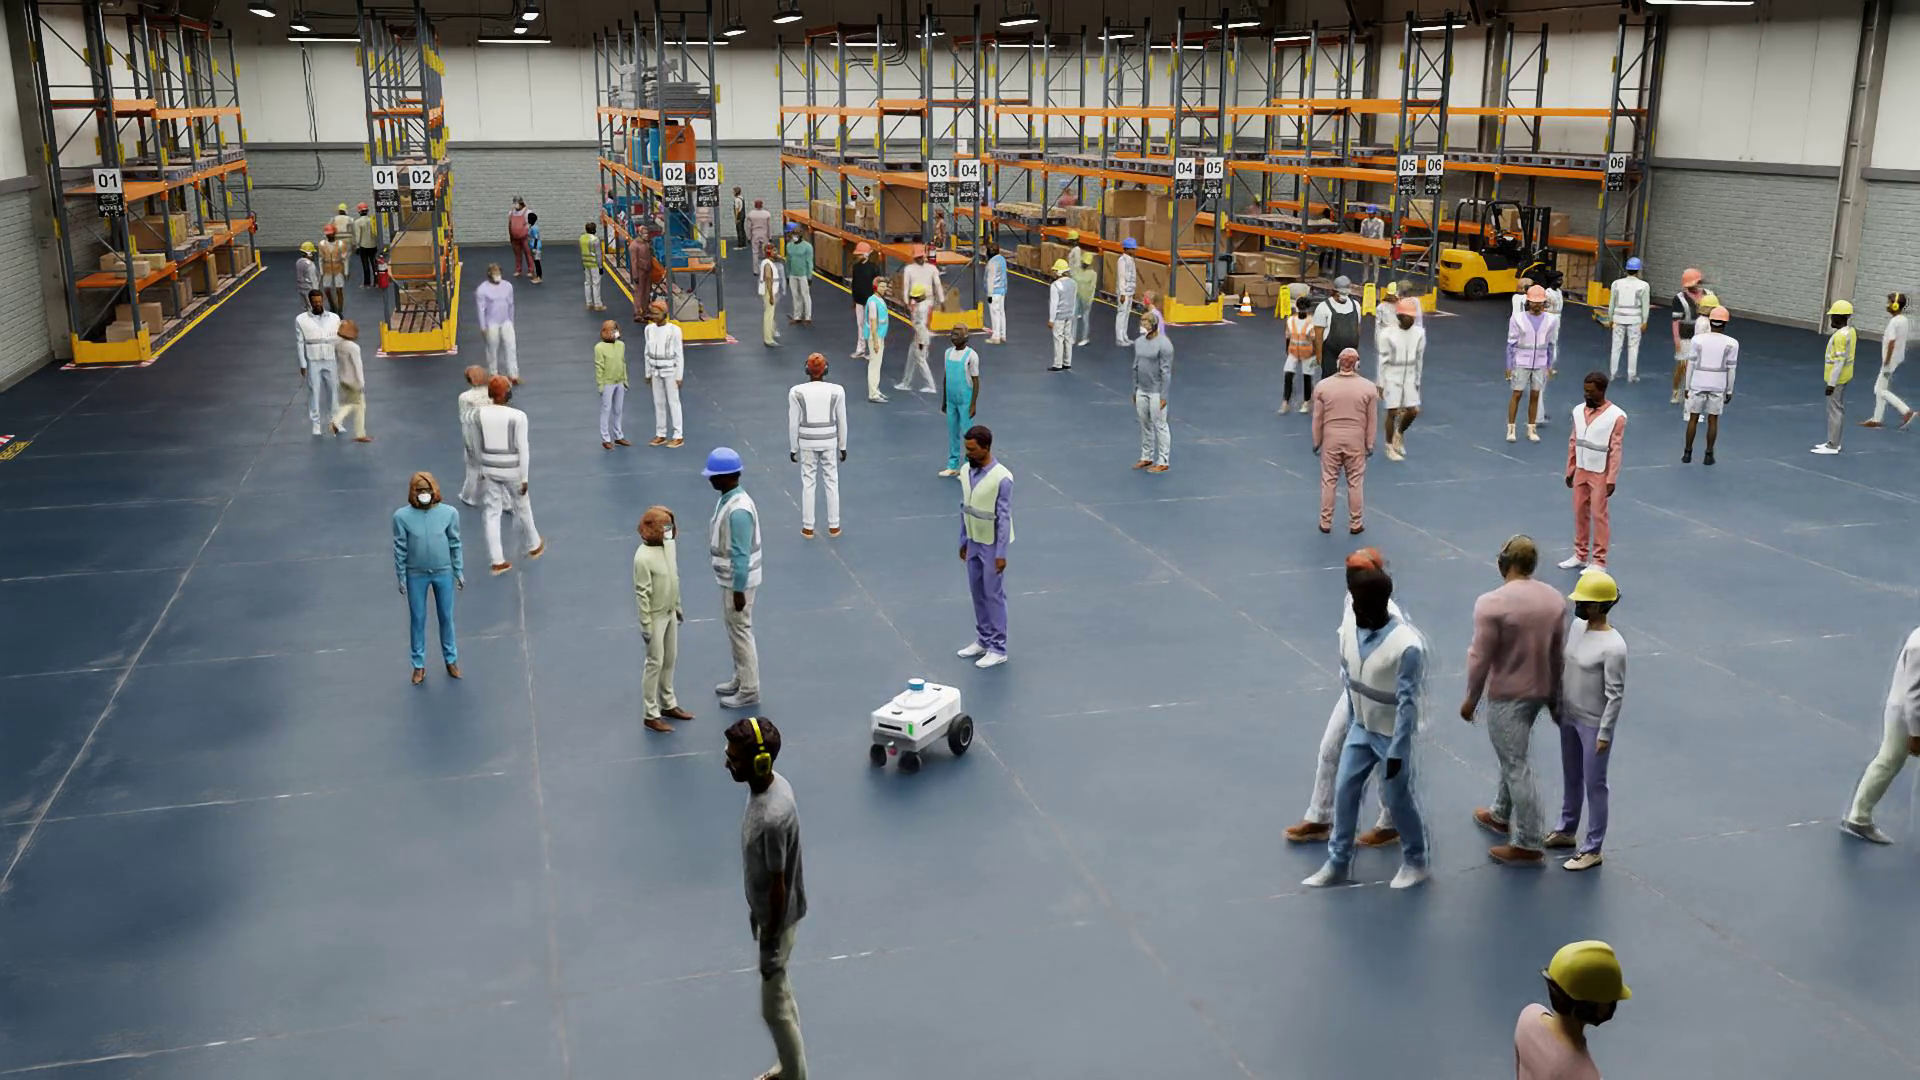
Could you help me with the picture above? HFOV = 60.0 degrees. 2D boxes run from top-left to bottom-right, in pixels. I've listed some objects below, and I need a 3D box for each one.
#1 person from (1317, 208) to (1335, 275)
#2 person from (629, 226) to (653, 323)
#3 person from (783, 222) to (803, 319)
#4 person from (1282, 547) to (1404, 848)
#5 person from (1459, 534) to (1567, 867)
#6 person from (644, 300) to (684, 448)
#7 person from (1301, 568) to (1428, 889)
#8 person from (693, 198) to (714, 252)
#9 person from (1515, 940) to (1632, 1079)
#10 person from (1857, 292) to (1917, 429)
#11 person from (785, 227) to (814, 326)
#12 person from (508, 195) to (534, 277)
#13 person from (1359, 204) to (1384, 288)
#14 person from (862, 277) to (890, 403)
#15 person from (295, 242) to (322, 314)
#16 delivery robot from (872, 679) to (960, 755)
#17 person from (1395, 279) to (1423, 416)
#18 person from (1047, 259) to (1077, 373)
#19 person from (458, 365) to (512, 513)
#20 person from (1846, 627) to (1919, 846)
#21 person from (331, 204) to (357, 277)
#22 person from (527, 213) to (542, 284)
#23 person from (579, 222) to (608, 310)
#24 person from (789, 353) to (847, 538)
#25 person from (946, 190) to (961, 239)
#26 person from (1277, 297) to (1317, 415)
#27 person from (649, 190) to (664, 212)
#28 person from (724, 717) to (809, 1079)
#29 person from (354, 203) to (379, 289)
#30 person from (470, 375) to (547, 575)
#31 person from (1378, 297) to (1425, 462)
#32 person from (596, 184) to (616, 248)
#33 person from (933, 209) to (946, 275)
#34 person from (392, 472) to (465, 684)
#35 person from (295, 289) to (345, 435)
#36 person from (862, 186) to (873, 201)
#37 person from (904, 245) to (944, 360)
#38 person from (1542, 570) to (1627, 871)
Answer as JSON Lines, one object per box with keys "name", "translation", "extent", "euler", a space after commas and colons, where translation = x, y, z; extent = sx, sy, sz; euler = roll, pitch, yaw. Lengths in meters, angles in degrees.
{"name": "person", "translation": [9.247, -7.518, 41.931], "extent": [0.405, 1.671, 0.596], "euler": [-6, 16, -22]}
{"name": "person", "translation": [-6.309, -5.288, 33.126], "extent": [0.401, 1.895, 0.655], "euler": [5, 16, 18]}
{"name": "person", "translation": [-3.349, -5.445, 33.636], "extent": [0.419, 1.941, 0.624], "euler": [-4, 15, -13]}
{"name": "person", "translation": [2.300, 0.946, 9.729], "extent": [0.817, 1.849, 0.587], "euler": [-5, 16, -18]}
{"name": "person", "translation": [3.288, 0.929, 9.752], "extent": [0.649, 1.903, 0.712], "euler": [-8, 17, -29]}
{"name": "person", "translation": [-3.769, -2.115, 21.223], "extent": [0.582, 1.874, 0.344], "euler": [8, 17, 28]}
{"name": "person", "translation": [2.348, 1.077, 9.271], "extent": [0.761, 1.908, 0.599], "euler": [-7, 17, -25]}
{"name": "person", "translation": [-7.415, -9.229, 48.129], "extent": [0.673, 1.809, 0.469], "euler": [-3, 15, -10]}
{"name": "person", "translation": [1.968, 2.123, 5.494], "extent": [0.345, 1.757, 0.519], "euler": [-2, 15, -7]}
{"name": "person", "translation": [12.514, -2.384, 22.274], "extent": [0.643, 1.853, 0.534], "euler": [14, 20, 42]}
{"name": "person", "translation": [-3.150, -5.157, 32.571], "extent": [0.647, 1.931, 0.370], "euler": [8, 17, 26]}
{"name": "person", "translation": [-10.952, -7.572, 41.430], "extent": [0.683, 2.000, 0.535], "euler": [3, 15, 12]}
{"name": "person", "translation": [9.661, -6.918, 39.164], "extent": [0.609, 1.940, 0.414], "euler": [14, 20, 41]}
{"name": "person", "translation": [-1.226, -2.936, 24.373], "extent": [0.392, 1.839, 0.563], "euler": [2, 15, 7]}
{"name": "person", "translation": [-11.855, -4.517, 30.363], "extent": [0.585, 1.824, 0.405], "euler": [13, 20, 40]}
{"name": "delivery robot", "translation": [-0.291, 1.176, 11.180], "extent": [0.477, 0.478, 0.707], "euler": [8, 17, 28]}
{"name": "person", "translation": [6.293, -2.698, 23.338], "extent": [0.478, 1.912, 0.701], "euler": [7, 16, 25]}
{"name": "person", "translation": [1.636, -3.634, 27.013], "extent": [0.404, 1.832, 0.592], "euler": [13, 19, 40]}
{"name": "person", "translation": [-5.149, -1.093, 17.918], "extent": [0.510, 1.589, 0.901], "euler": [-13, 20, -41]}
{"name": "person", "translation": [5.657, 1.034, 9.668], "extent": [0.576, 1.706, 0.822], "euler": [-11, 18, -36]}
{"name": "person", "translation": [-15.353, -7.492, 41.603], "extent": [0.617, 1.787, 0.899], "euler": [-1, 15, -4]}
{"name": "person", "translation": [-10.230, -7.014, 39.991], "extent": [0.319, 1.697, 0.532], "euler": [-5, 16, -19]}
{"name": "person", "translation": [-7.713, -5.760, 34.994], "extent": [0.636, 1.841, 0.429], "euler": [12, 19, 39]}
{"name": "person", "translation": [-1.431, -0.948, 16.805], "extent": [0.584, 1.882, 0.345], "euler": [-2, 15, -9]}
{"name": "person", "translation": [-0.199, -10.333, 52.621], "extent": [0.500, 1.628, 0.281], "euler": [4, 15, 14]}
{"name": "person", "translation": [4.755, -2.565, 23.311], "extent": [0.538, 1.660, 0.720], "euler": [9, 17, 31]}
{"name": "person", "translation": [-8.350, -8.757, 46.140], "extent": [0.598, 1.916, 0.398], "euler": [13, 20, 41]}
{"name": "person", "translation": [-0.822, 1.631, 7.162], "extent": [0.329, 1.860, 0.505], "euler": [-3, 15, -11]}
{"name": "person", "translation": [-13.884, -6.882, 38.922], "extent": [0.375, 1.995, 0.611], "euler": [9, 17, 30]}
{"name": "person", "translation": [-4.282, -0.649, 15.758], "extent": [0.585, 1.842, 0.924], "euler": [1, 15, 5]}
{"name": "person", "translation": [5.383, -1.949, 20.292], "extent": [0.619, 2.025, 0.443], "euler": [-3, 15, -12]}
{"name": "person", "translation": [-10.392, -9.511, 48.929], "extent": [0.581, 1.930, 0.694], "euler": [3, 15, 12]}
{"name": "person", "translation": [-0.507, -7.528, 42.029], "extent": [0.310, 1.642, 0.514], "euler": [-5, 16, -18]}
{"name": "person", "translation": [-4.036, 0.276, 12.675], "extent": [0.499, 1.634, 0.279], "euler": [-6, 16, -23]}
{"name": "person", "translation": [-8.484, -2.372, 22.096], "extent": [0.592, 1.920, 0.392], "euler": [-11, 18, -36]}
{"name": "person", "translation": [-2.713, -9.538, 49.190], "extent": [0.504, 1.860, 0.330], "euler": [10, 18, 34]}
{"name": "person", "translation": [-0.645, -4.123, 28.658], "extent": [0.664, 1.943, 0.994], "euler": [-3, 15, -11]}
{"name": "person", "translation": [3.599, 1.030, 9.590], "extent": [0.312, 1.768, 0.522], "euler": [-3, 15, -12]}
